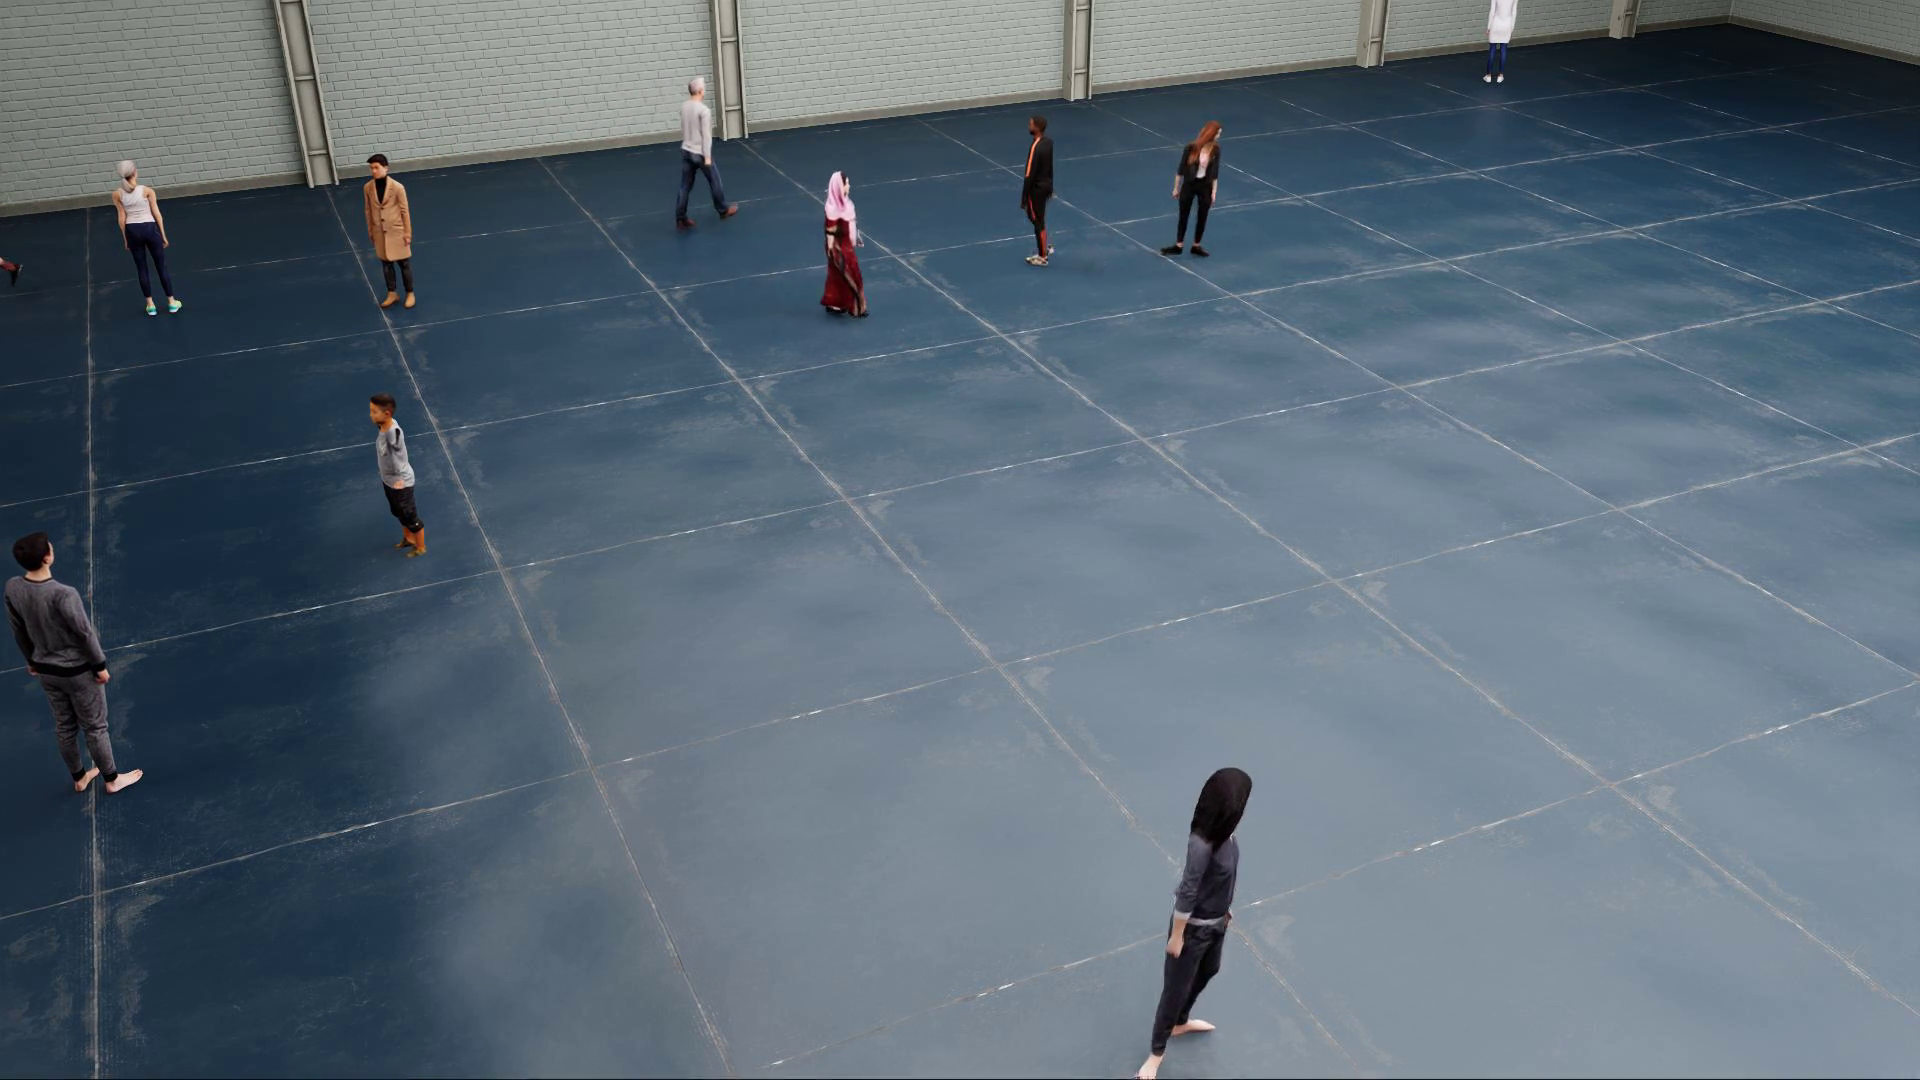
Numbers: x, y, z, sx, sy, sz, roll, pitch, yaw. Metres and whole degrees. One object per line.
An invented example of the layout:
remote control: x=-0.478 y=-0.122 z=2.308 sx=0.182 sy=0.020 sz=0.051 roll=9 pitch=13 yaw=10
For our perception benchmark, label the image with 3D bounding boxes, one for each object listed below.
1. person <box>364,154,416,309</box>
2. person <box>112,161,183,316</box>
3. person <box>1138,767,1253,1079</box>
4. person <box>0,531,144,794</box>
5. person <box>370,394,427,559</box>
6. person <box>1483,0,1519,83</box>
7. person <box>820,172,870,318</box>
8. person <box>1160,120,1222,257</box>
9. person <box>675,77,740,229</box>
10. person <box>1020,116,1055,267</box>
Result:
person: x=-6.363 y=-3.468 z=18.585 sx=0.731 sy=1.726 sz=0.820 roll=4 pitch=28 yaw=7
person: x=-9.011 y=-3.337 z=18.360 sx=0.498 sy=1.705 sz=0.676 roll=-9 pitch=29 yaw=-16
person: x=1.148 y=1.950 z=8.409 sx=0.895 sy=1.728 sz=0.765 roll=21 pitch=35 yaw=34
person: x=-5.640 y=0.789 z=10.480 sx=0.706 sy=1.831 sz=0.817 roll=5 pitch=29 yaw=10
person: x=-4.551 y=-0.568 z=13.429 sx=0.557 sy=1.453 sz=0.602 roll=-20 pitch=34 yaw=-33
person: x=9.253 y=-8.748 z=28.445 sx=0.648 sy=1.776 sz=0.751 roll=4 pitch=28 yaw=8
person: x=-1.388 y=-3.258 z=18.282 sx=0.990 sy=1.638 sz=0.921 roll=7 pitch=29 yaw=13
person: x=2.799 y=-4.248 z=20.100 sx=0.740 sy=1.678 sz=0.928 roll=6 pitch=29 yaw=11
person: x=-3.383 y=-4.839 z=21.016 sx=1.081 sy=1.860 sz=1.329 roll=22 pitch=35 yaw=36
person: x=1.024 y=-4.133 z=19.753 sx=0.848 sy=1.800 sz=0.764 roll=15 pitch=31 yaw=25
